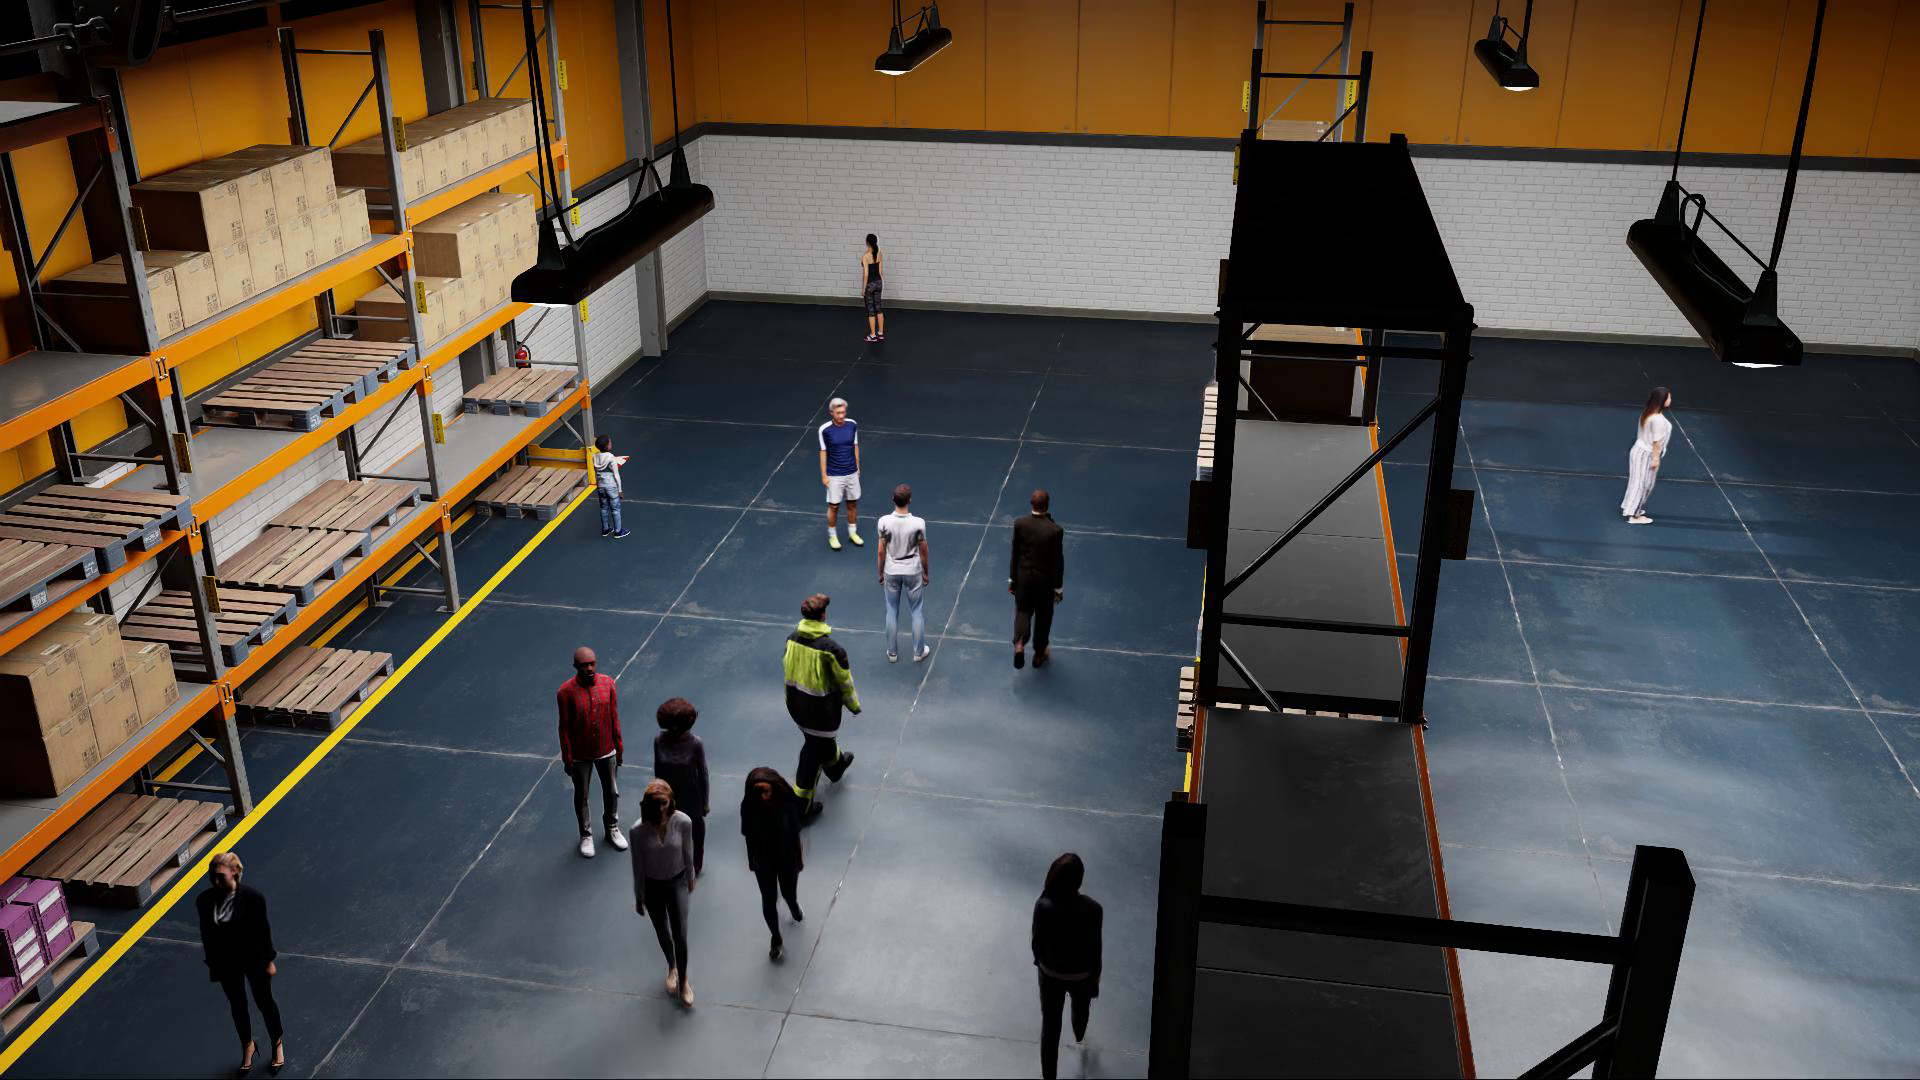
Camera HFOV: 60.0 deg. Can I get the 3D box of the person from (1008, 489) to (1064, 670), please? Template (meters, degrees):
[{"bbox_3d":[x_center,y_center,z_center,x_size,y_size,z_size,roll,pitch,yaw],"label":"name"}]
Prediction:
[{"bbox_3d":[0.712,0.437,16.219,0.792,1.884,1.020,8,25,18],"label":"person"}]

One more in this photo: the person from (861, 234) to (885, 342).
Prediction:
[{"bbox_3d":[-1.401,-4.059,26.699,0.640,1.729,0.725,-21,31,-40],"label":"person"}]

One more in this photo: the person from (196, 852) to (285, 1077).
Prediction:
[{"bbox_3d":[-4.754,2.802,11.030,0.671,1.707,0.626,-2,24,-4],"label":"person"}]

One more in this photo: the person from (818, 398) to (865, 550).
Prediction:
[{"bbox_3d":[-1.375,-0.790,19.092,0.731,1.830,0.773,-13,27,-27],"label":"person"}]

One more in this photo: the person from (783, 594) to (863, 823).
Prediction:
[{"bbox_3d":[-1.261,1.436,13.879,1.152,1.928,1.337,19,30,36],"label":"person"}]

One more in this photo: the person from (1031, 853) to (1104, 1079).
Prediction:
[{"bbox_3d":[0.674,2.887,10.825,0.629,1.715,1.088,4,24,9],"label":"person"}]

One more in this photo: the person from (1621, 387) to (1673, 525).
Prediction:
[{"bbox_3d":[8.189,-1.023,19.815,0.720,1.678,0.538,4,24,8],"label":"person"}]

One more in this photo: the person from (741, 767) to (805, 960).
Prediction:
[{"bbox_3d":[-1.362,2.310,12.296,0.700,1.594,0.877,-2,24,-5],"label":"person"}]

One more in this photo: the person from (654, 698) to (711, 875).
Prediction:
[{"bbox_3d":[-2.144,1.966,12.989,0.685,1.670,1.128,2,24,4],"label":"person"}]

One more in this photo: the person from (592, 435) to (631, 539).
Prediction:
[{"bbox_3d":[-4.120,-0.636,19.451,0.524,1.261,0.550,10,26,22],"label":"person"}]

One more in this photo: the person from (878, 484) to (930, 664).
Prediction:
[{"bbox_3d":[-0.566,0.335,16.495,0.677,1.850,0.568,1,24,3],"label":"person"}]

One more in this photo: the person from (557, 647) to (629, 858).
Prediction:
[{"bbox_3d":[-2.989,1.676,13.465,0.755,1.821,0.781,-11,26,-23],"label":"person"}]

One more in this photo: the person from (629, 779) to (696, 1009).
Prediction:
[{"bbox_3d":[-2.108,2.423,11.807,0.711,1.779,0.797,-4,24,-9],"label":"person"}]
